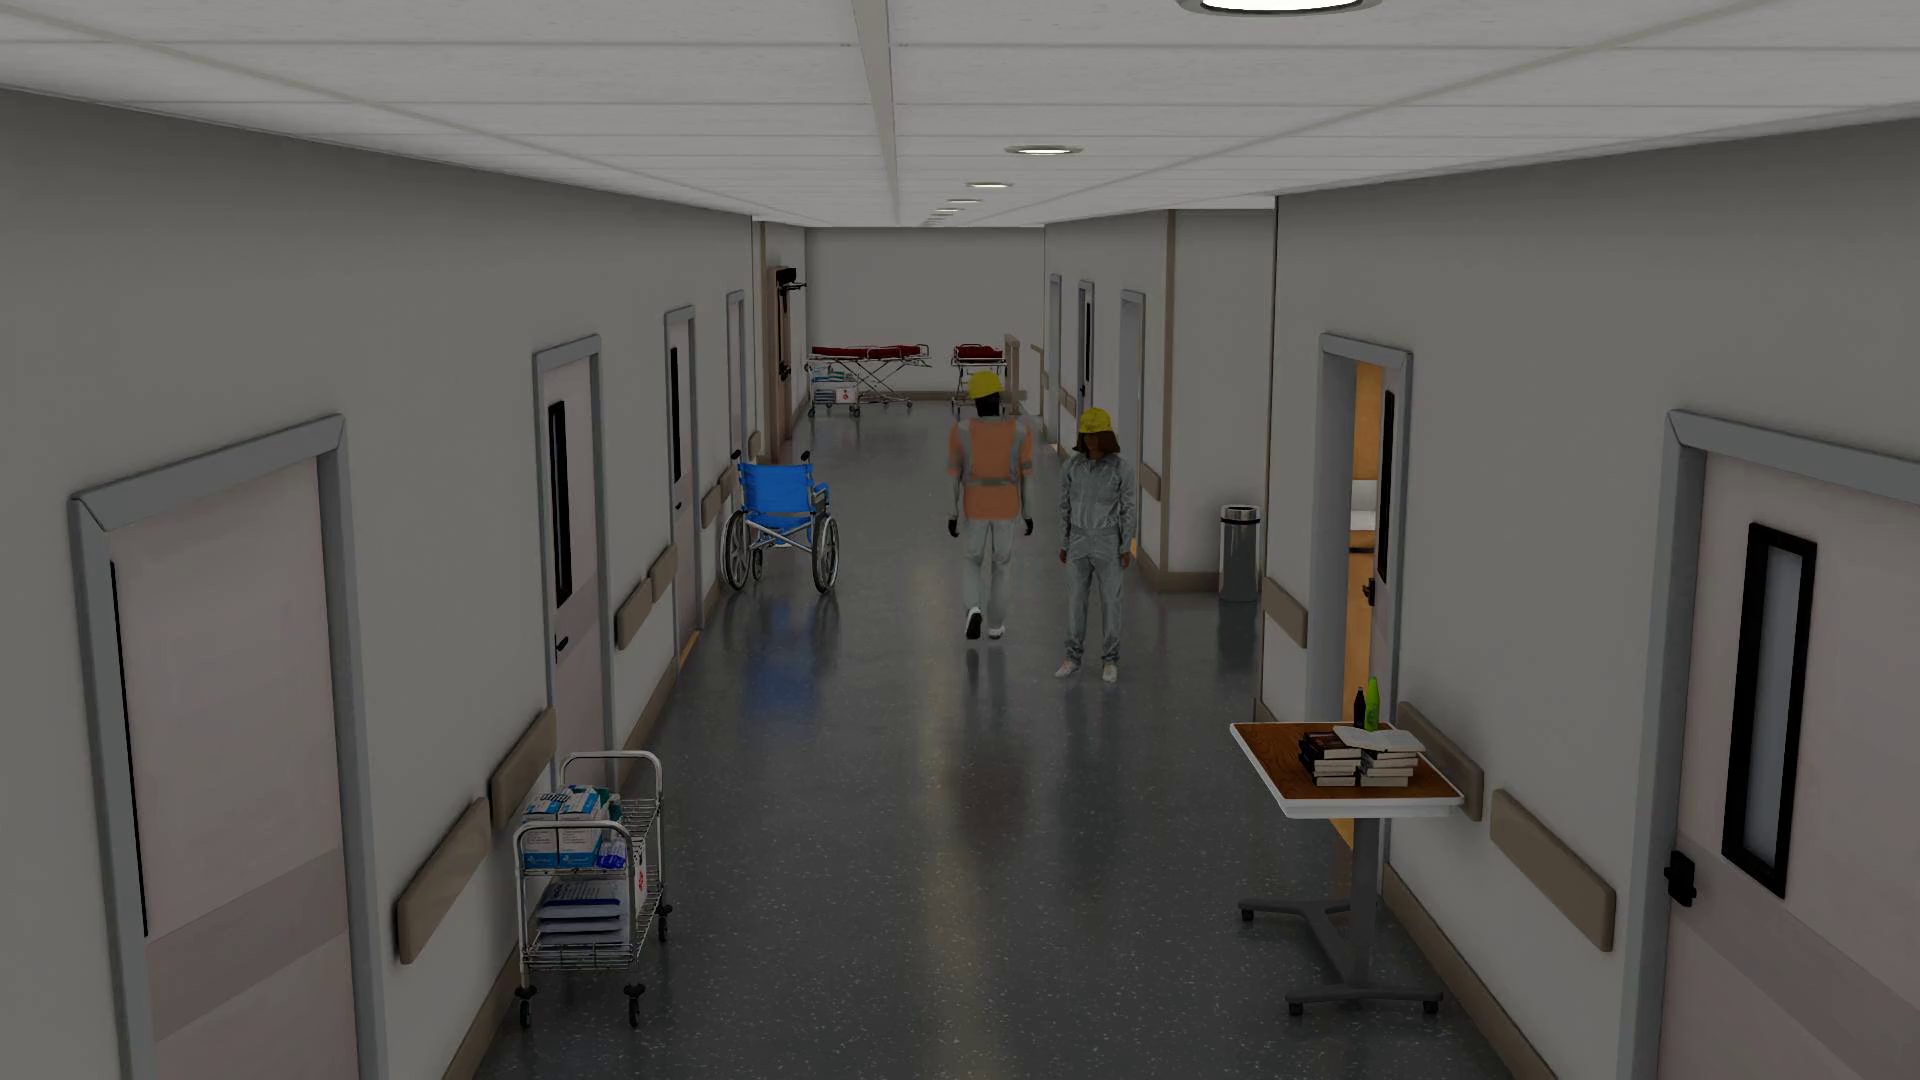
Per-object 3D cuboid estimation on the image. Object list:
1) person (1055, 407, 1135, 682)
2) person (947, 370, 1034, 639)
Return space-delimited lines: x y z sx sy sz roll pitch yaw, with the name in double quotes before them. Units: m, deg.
"person" 0.851 0.032 10.511 0.486 1.744 0.311 4 11 22
"person" 0.214 -0.224 11.493 0.608 1.902 0.582 0 10 1
